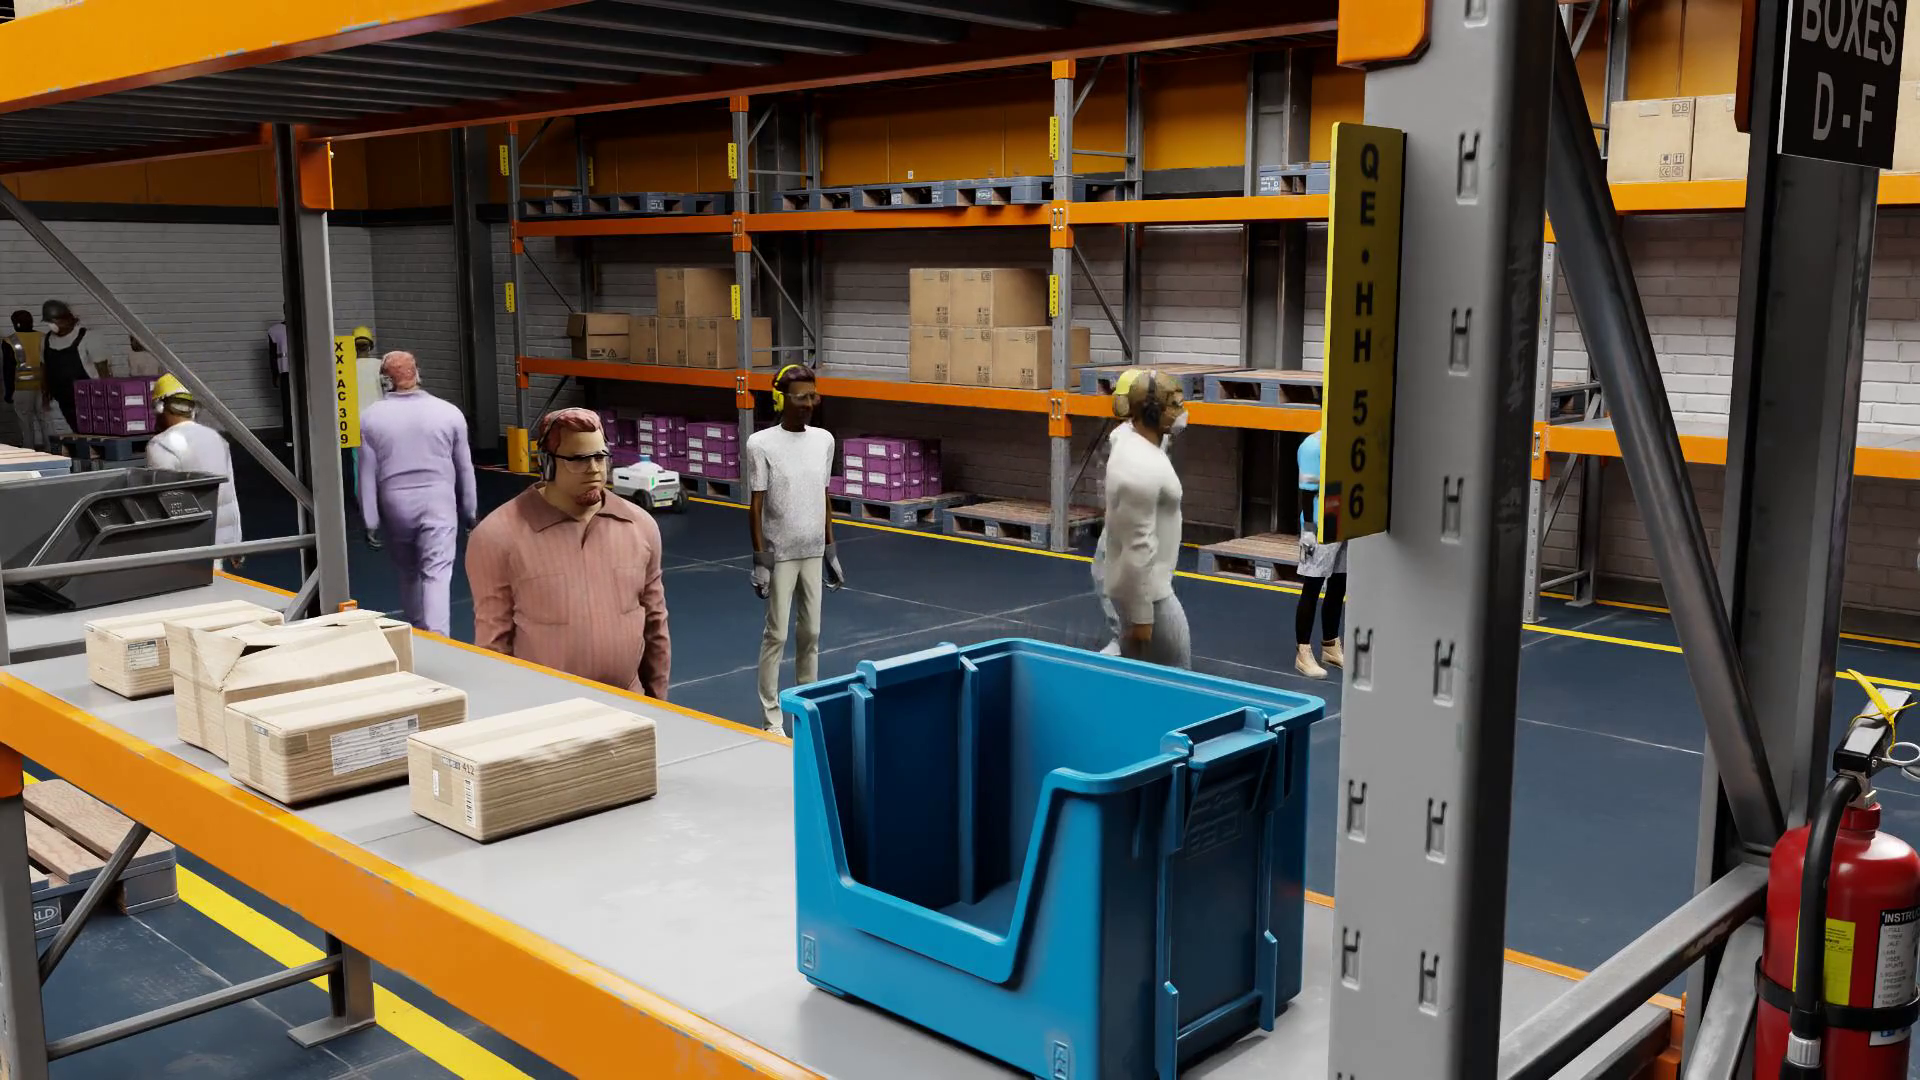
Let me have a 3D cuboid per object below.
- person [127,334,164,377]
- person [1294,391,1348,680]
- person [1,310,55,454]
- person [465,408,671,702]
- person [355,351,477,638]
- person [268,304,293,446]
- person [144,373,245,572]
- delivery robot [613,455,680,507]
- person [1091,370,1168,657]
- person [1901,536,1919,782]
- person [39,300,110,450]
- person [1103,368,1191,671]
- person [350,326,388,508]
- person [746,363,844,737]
[{"bbox_3d":[-9.608,-1.670,19.627,0.541,1.595,0.529,4,10,25],"label":"person"},{"bbox_3d":[2.123,-0.064,9.457,0.540,1.695,0.317,-7,12,-38],"label":"person"},{"bbox_3d":[-10.906,-1.770,19.483,0.429,1.842,0.626,5,10,28],"label":"person"},{"bbox_3d":[-1.180,0.538,5.171,0.635,1.899,0.402,-6,11,-34],"label":"person"},{"bbox_3d":[-3.141,-0.166,9.627,0.656,1.854,1.007,-3,10,-16],"label":"person"},{"bbox_3d":[-8.697,-2.174,21.747,0.602,1.926,0.387,-2,10,-15],"label":"person"},{"bbox_3d":[-4.016,0.024,8.708,0.720,1.780,0.615,1,9,4],"label":"person"},{"bbox_3d":[-2.968,-0.561,15.711,0.477,0.478,0.707,-9,13,-44],"label":"delivery robot"},{"bbox_3d":[0.995,-0.131,9.750,0.514,1.725,0.488,-8,12,-42],"label":"person"},{"bbox_3d":[4.525,0.198,7.479,0.591,1.823,0.405,-7,12,-38],"label":"person"},{"bbox_3d":[-9.535,-1.610,17.884,0.709,2.000,0.996,2,9,10],"label":"person"},{"bbox_3d":[0.703,0.230,6.995,0.798,1.914,0.636,0,9,2],"label":"person"},{"bbox_3d":[-5.762,-1.190,16.153,0.533,1.765,0.330,-4,10,-24],"label":"person"},{"bbox_3d":[-0.786,0.087,8.010,0.512,1.870,0.328,-8,12,-42],"label":"person"}]
